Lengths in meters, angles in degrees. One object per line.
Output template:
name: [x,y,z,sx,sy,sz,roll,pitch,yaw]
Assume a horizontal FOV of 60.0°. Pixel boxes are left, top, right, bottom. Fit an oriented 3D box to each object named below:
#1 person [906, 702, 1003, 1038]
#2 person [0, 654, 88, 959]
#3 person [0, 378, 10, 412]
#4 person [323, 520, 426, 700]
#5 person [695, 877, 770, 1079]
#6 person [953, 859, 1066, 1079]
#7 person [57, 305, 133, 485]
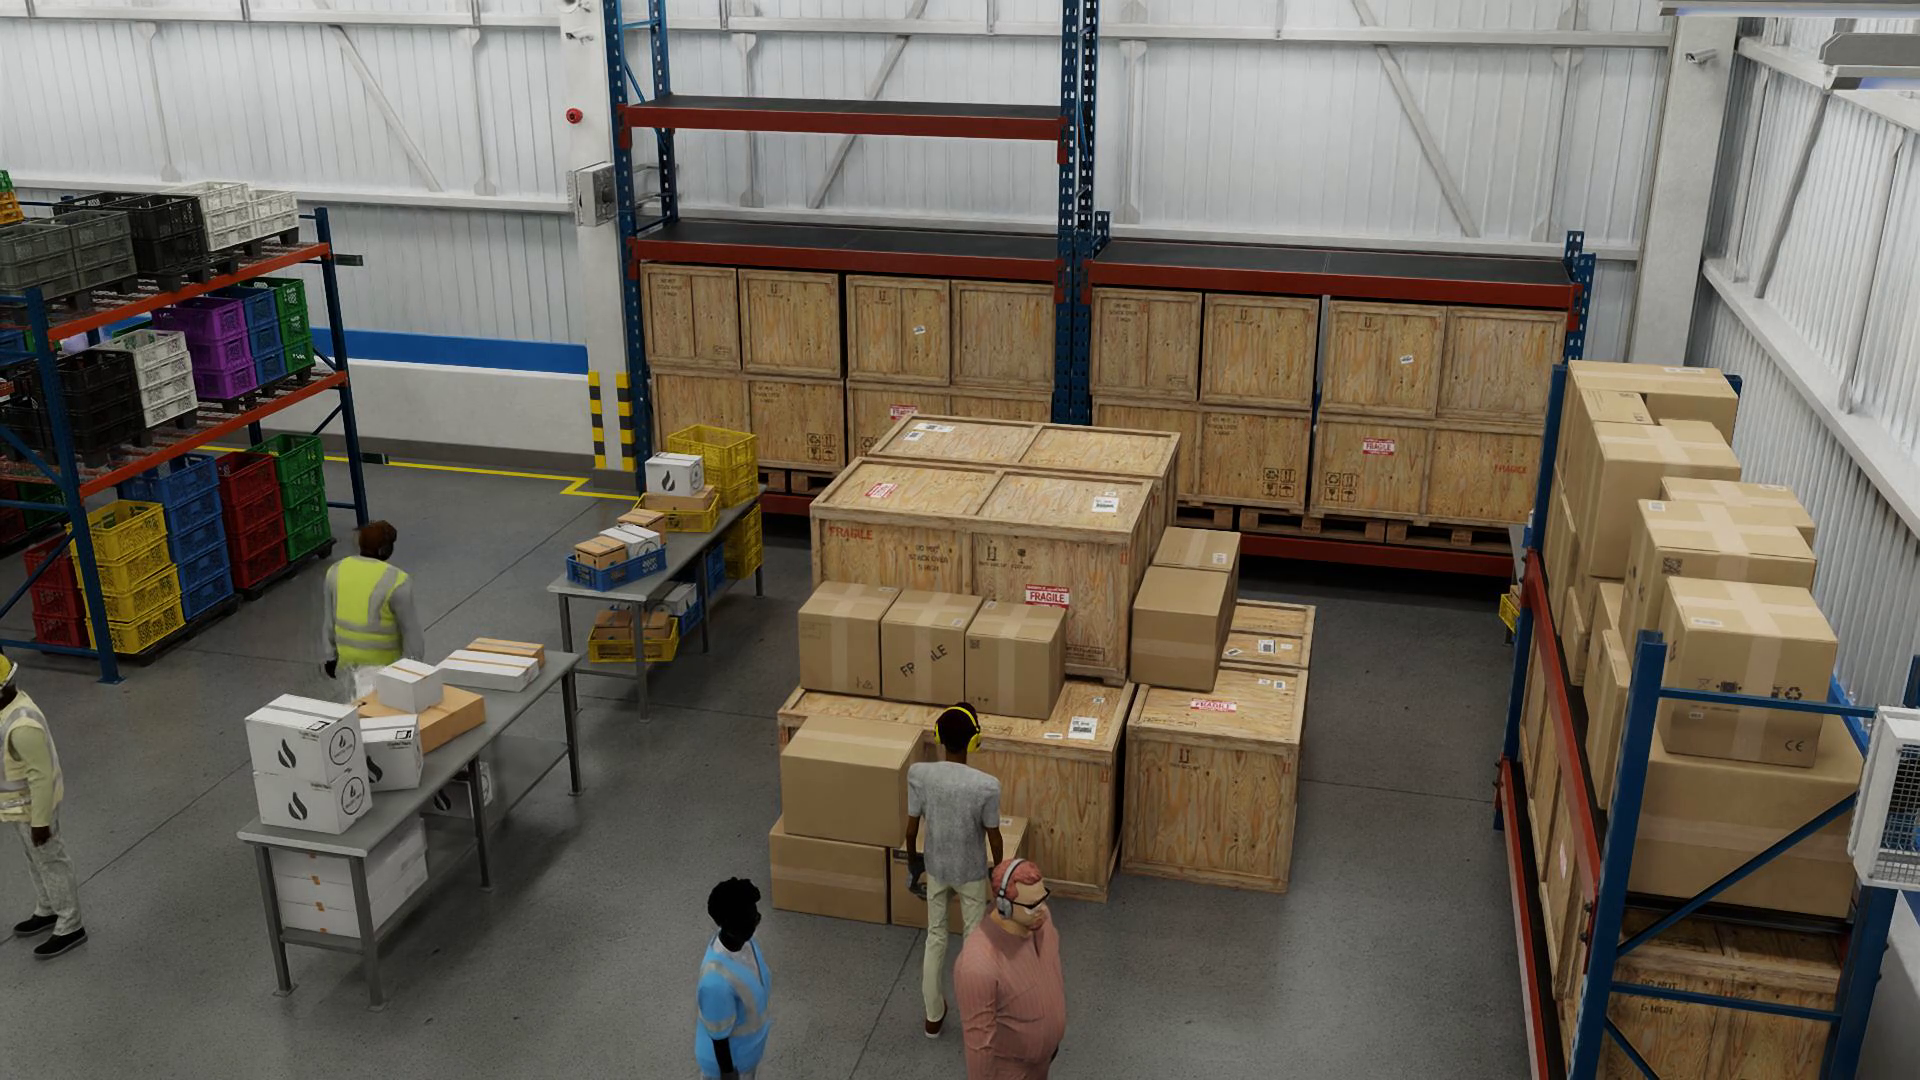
person: [-0.017,1.678,8.394,0.536,1.869,0.312,6,22,16]
person: [-5.131,1.428,9.113,0.404,1.823,0.592,-18,27,-39]
person: [-10.588,-2.112,18.312,0.340,1.876,0.576,-11,24,-27]
person: [-3.874,0.762,10.956,0.628,1.766,1.034,9,23,23]
person: [-0.976,2.213,7.229,0.322,1.698,0.533,2,21,6]
person: [0.242,2.186,7.016,0.408,1.908,0.641,11,23,26]
person: [-8.734,-1.451,16.511,0.786,1.913,0.653,2,21,5]
